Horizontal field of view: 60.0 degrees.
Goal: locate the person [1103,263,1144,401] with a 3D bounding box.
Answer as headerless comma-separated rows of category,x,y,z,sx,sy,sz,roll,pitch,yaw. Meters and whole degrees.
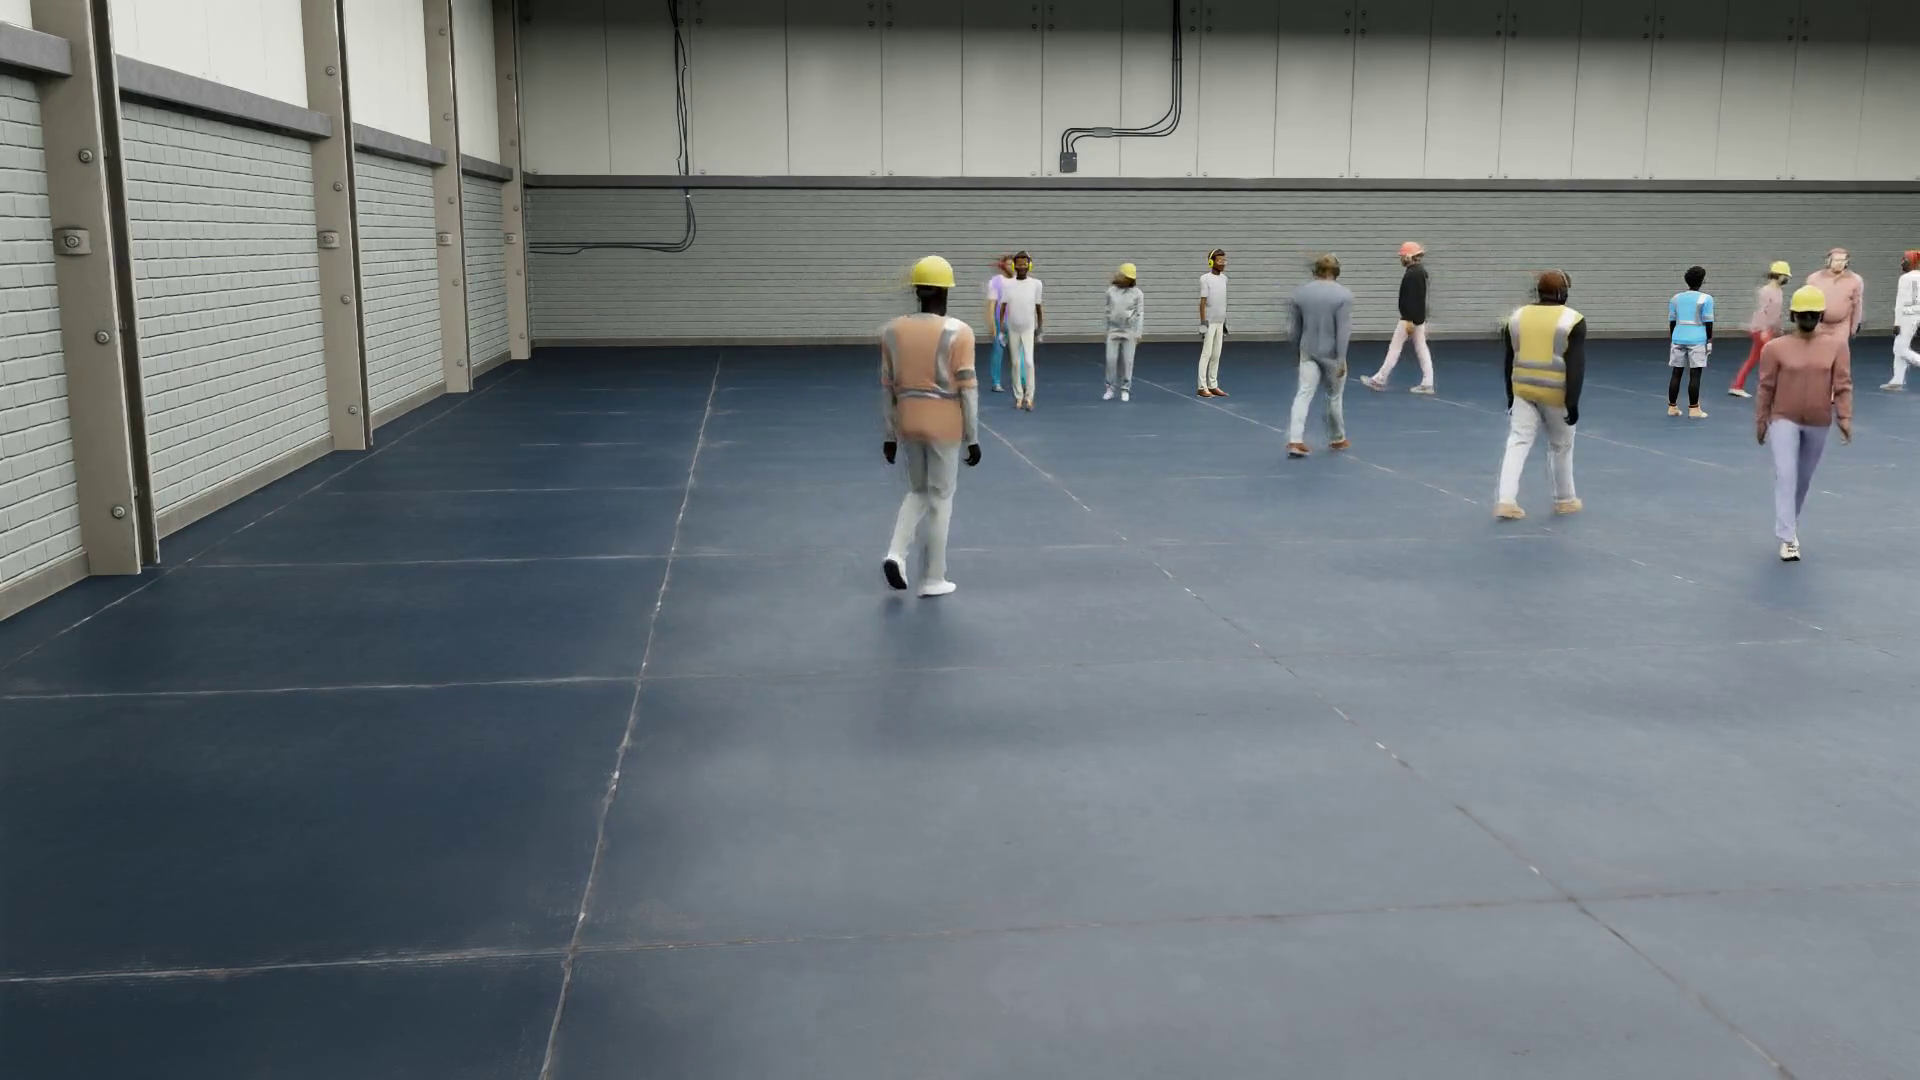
person,2.019,-2.549,20.451,0.502,1.701,0.500,3,11,17

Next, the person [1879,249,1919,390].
person,12.532,-2.866,21.796,0.576,1.864,0.701,-8,13,-37

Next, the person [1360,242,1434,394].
person,5.761,-2.886,21.639,0.995,1.943,0.659,7,12,33

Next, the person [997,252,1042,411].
person,0.695,-2.411,19.317,0.499,1.840,0.881,1,10,7

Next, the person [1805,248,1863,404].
person,10.678,-2.634,20.403,0.658,1.887,0.680,5,11,24

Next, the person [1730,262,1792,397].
person,10.093,-2.607,20.768,0.891,1.708,0.532,10,14,44

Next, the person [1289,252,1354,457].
person,3.336,-1.711,15.410,0.642,1.887,1.039,8,13,39

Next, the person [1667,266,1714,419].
person,8.173,-2.205,18.596,0.316,1.700,0.541,-7,12,-33

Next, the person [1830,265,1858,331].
person,12.069,-3.052,23.004,0.972,1.792,0.652,-6,12,-31

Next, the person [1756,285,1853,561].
person,5.351,-0.753,10.581,0.524,1.721,0.911,2,11,11

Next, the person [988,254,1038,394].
person,0.655,-2.773,21.442,0.596,1.794,0.963,-4,11,-23

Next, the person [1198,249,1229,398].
person,3.227,-2.741,21.073,0.532,1.869,0.311,-10,14,-44

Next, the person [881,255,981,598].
person,-0.172,-0.619,9.293,0.586,1.916,0.454,6,12,32

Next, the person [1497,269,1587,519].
person,4.208,-1.045,11.992,0.945,1.797,0.639,-10,14,-43
